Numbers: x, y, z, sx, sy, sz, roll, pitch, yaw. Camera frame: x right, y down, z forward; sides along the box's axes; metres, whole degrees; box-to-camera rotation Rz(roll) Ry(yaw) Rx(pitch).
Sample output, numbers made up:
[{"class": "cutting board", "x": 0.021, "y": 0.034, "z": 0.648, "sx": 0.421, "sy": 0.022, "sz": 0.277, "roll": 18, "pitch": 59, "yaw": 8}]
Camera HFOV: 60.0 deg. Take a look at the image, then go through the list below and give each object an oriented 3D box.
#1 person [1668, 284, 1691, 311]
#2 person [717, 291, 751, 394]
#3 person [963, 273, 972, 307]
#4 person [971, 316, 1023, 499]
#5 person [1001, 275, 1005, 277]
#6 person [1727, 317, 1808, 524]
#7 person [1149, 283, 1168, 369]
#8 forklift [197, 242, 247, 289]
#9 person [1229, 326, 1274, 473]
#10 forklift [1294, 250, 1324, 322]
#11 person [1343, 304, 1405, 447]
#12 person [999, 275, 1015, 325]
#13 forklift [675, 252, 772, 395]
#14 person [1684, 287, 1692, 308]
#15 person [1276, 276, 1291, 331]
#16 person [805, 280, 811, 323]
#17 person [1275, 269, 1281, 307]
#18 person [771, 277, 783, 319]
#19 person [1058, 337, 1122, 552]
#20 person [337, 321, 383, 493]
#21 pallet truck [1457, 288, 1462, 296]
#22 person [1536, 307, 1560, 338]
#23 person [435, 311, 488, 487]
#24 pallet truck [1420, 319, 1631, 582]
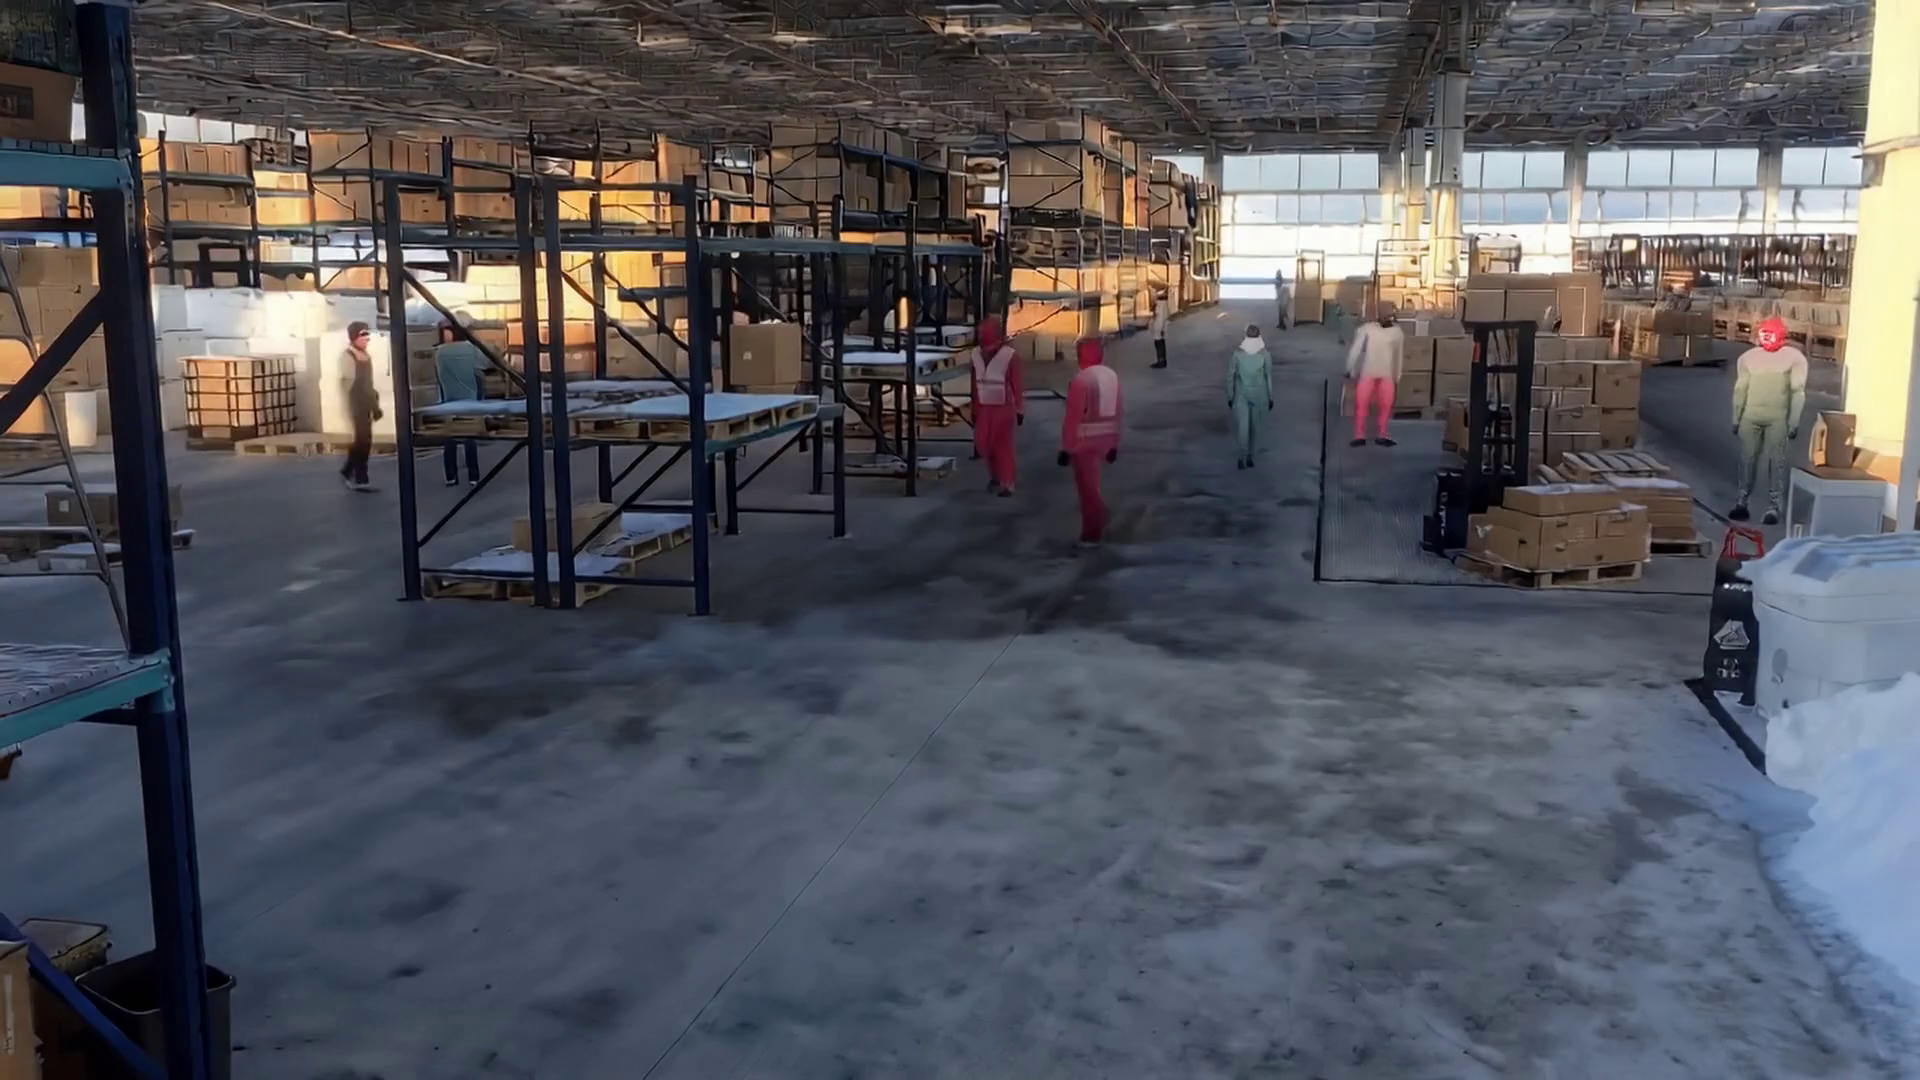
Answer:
[{"class": "person", "x": 19.361, "y": -5.970, "z": 44.741, "sx": 0.622, "sy": 1.798, "sz": 0.791, "roll": 2, "pitch": 10, "yaw": 12}, {"class": "person", "x": -3.621, "y": -2.987, "z": 26.599, "sx": 0.607, "sy": 1.966, "sz": 0.367, "roll": -9, "pitch": 13, "yaw": -44}, {"class": "person", "x": 0.398, "y": -12.216, "z": 81.655, "sx": 0.591, "sy": 1.829, "sz": 0.404, "roll": 4, "pitch": 10, "yaw": 21}, {"class": "person", "x": 0.386, "y": -1.367, "z": 17.207, "sx": 0.727, "sy": 1.891, "sz": 0.479, "roll": 8, "pitch": 12, "yaw": 38}, {"class": "person", "x": 2.476, "y": -14.111, "z": 92.599, "sx": 0.622, "sy": 1.930, "sz": 0.657, "roll": -4, "pitch": 10, "yaw": -21}, {"class": "person", "x": 7.570, "y": -1.115, "z": 15.607, "sx": 0.376, "sy": 1.936, "sz": 0.627, "roll": -9, "pitch": 13, "yaw": -42}, {"class": "person", "x": 4.504, "y": -4.854, "z": 37.741, "sx": 0.373, "sy": 1.934, "sz": 0.552, "roll": -3, "pitch": 10, "yaw": -17}, {"class": "forklift", "x": -15.682, "y": -4.955, "z": 35.548, "sx": 1.129, "sy": 2.768, "sz": 1.873, "roll": -2, "pitch": 10, "yaw": -11}, {"class": "person", "x": 3.403, "y": -1.644, "z": 19.421, "sx": 0.506, "sy": 1.687, "sz": 0.891, "roll": 1, "pitch": 10, "yaw": 5}, {"class": "forklift", "x": 13.778, "y": -10.002, "z": 65.433, "sx": 1.129, "sy": 2.768, "sz": 1.873, "roll": 2, "pitch": 10, "yaw": 12}, {"class": "person", "x": 5.424, "y": -2.140, "z": 21.828, "sx": 0.766, "sy": 1.901, "sz": 0.372, "roll": 0, "pitch": 10, "yaw": 1}, {"class": "person", "x": 1.900, "y": -8.997, "z": 62.376, "sx": 0.889, "sy": 1.914, "sz": 0.639, "roll": 8, "pitch": 13, "yaw": 40}, {"class": "forklift", "x": -4.020, "y": -3.690, "z": 28.059, "sx": 1.129, "sy": 2.768, "sz": 1.873, "roll": 2, "pitch": 10, "yaw": 12}, {"class": "person", "x": 20.815, "y": -6.443, "z": 47.939, "sx": 0.538, "sy": 1.663, "sz": 0.798, "roll": 3, "pitch": 10, "yaw": 15}, {"class": "person", "x": 11.204, "y": -8.183, "z": 57.579, "sx": 0.448, "sy": 1.891, "sz": 0.656, "roll": 5, "pitch": 11, "yaw": 25}, {"class": "person", "x": -5.952, "y": -9.343, "z": 65.091, "sx": 0.559, "sy": 1.663, "sz": 0.726, "roll": -7, "pitch": 12, "yaw": -37}, {"class": "person", "x": 16.677, "y": -13.216, "z": 87.129, "sx": 0.415, "sy": 1.985, "sz": 0.611, "roll": 1, "pitch": 10, "yaw": 7}, {"class": "person", "x": -5.962, "y": -7.588, "z": 53.983, "sx": 0.391, "sy": 1.920, "sz": 0.587, "roll": -3, "pitch": 10, "yaw": -18}, {"class": "person", "x": 1.085, "y": -0.798, "z": 14.066, "sx": 0.453, "sy": 1.829, "sz": 0.628, "roll": 7, "pitch": 12, "yaw": 35}, {"class": "person", "x": -6.331, "y": -1.391, "z": 17.553, "sx": 0.392, "sy": 1.829, "sz": 0.526, "roll": 2, "pitch": 10, "yaw": 13}, {"class": "pallet truck", "x": 20.506, "y": -9.785, "z": 68.819, "sx": 0.653, "sy": 1.274, "sz": 1.630, "roll": 2, "pitch": 10, "yaw": 12}, {"class": "person", "x": 7.723, "y": -2.156, "z": 22.011, "sx": 0.702, "sy": 1.856, "sz": 0.523, "roll": 8, "pitch": 13, "yaw": 40}, {"class": "person", "x": -5.420, "y": -1.531, "z": 18.138, "sx": 0.585, "sy": 1.918, "sz": 0.409, "roll": 3, "pitch": 10, "yaw": 16}, {"class": "pallet truck", "x": 4.543, "y": -0.757, "z": 13.299, "sx": 0.823, "sy": 1.965, "sz": 1.885, "roll": -4, "pitch": 10, "yaw": -22}]
